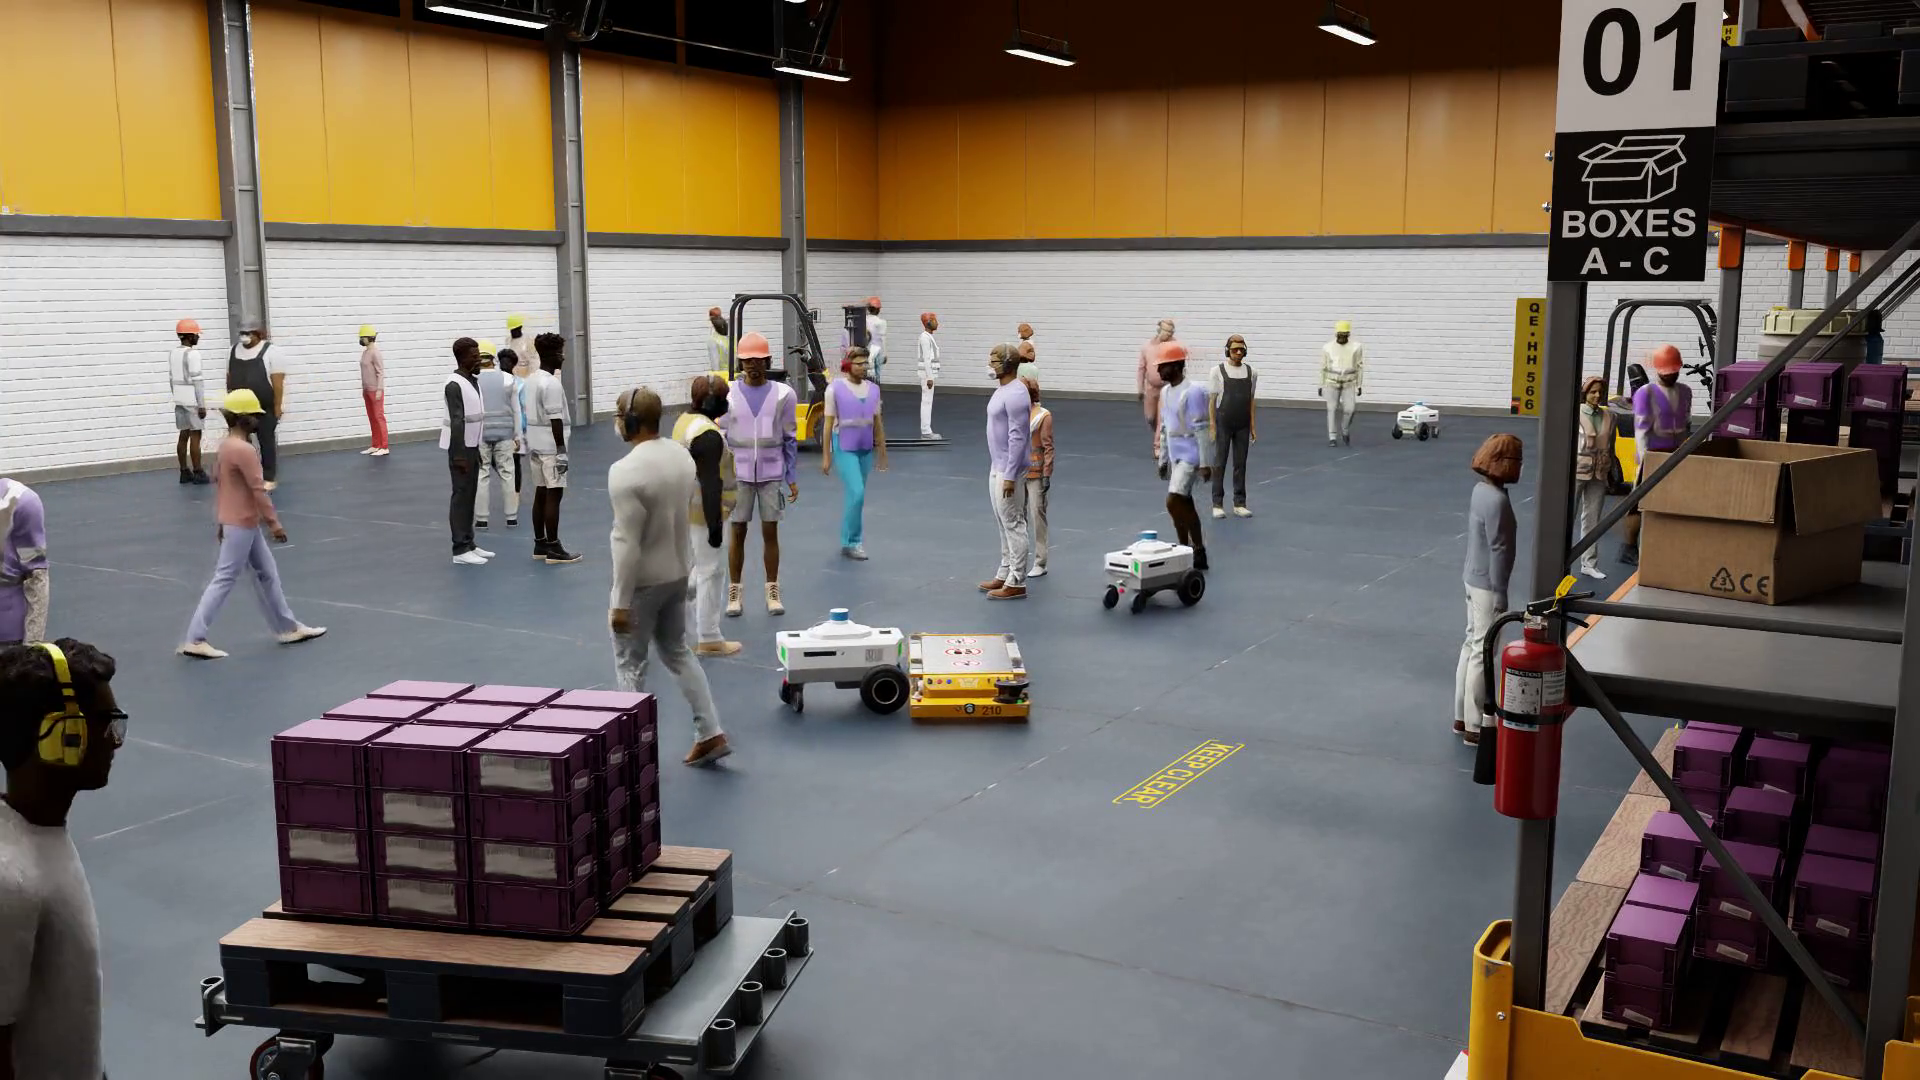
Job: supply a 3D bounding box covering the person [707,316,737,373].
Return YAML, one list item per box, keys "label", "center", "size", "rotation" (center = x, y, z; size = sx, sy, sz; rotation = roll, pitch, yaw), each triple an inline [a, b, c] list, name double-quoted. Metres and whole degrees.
- label: "person"
  center: [-3.631, -2.561, 25.775]
  size: [0.432, 1.806, 0.683]
  rotation: [4, 10, 25]

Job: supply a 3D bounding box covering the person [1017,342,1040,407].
- label: "person"
  center: [0.789, -1.590, 20.209]
  size: [0.281, 1.635, 0.499]
  rotation: [-8, 12, -42]

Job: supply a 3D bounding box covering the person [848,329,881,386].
- label: "person"
  center: [-1.464, -2.430, 25.574]
  size: [0.520, 1.597, 0.854]
  rotation: [-1, 9, -7]

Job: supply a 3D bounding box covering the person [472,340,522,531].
- label: "person"
  center: [-4.499, -0.998, 15.932]
  size: [0.588, 1.822, 0.403]
  rotation: [-4, 10, -22]

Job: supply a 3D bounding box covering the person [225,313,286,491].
- label: "person"
  center: [-7.957, -1.558, 18.745]
  size: [0.709, 2.000, 0.538]
  rotation: [0, 9, 2]

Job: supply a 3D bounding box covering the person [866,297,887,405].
- label: "person"
  center: [-1.639, -3.491, 30.858]
  size: [0.624, 2.024, 0.581]
  rotation: [4, 10, 26]

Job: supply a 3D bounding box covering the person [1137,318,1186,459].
- label: "person"
  center: [2.709, -2.036, 22.275]
  size: [0.643, 1.872, 0.763]
  rotation: [3, 10, 17]

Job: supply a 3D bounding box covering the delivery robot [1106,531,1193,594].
- label: "delivery robot"
  center: [1.397, 0.175, 12.258]
  size: [0.707, 0.478, 0.477]
  rotation: [-9, 13, -43]

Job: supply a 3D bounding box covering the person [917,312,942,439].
- label: "person"
  center: [-0.452, -2.411, 24.575]
  size: [0.355, 1.880, 0.576]
  rotation: [0, 9, -2]

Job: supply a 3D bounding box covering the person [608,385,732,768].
- label: "person"
  center: [-1.492, 0.210, 8.130]
  size: [0.580, 1.948, 0.638]
  rotation: [4, 10, 25]

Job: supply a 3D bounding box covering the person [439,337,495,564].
- label: "person"
  center: [-4.212, -0.763, 14.162]
  size: [0.399, 1.920, 0.589]
  rotation: [0, 9, -2]

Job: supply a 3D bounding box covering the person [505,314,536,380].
- label: "person"
  center: [-6.472, -2.429, 24.721]
  size: [0.611, 1.879, 0.888]
  rotation: [5, 10, 28]

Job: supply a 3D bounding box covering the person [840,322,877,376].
- label: "person"
  center: [-1.739, -2.995, 28.138]
  size: [0.651, 1.904, 0.403]
  rotation: [4, 10, 21]

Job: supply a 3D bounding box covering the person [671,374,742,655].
- label: "person"
  center: [-1.661, -0.151, 10.655]
  size: [0.491, 1.824, 0.634]
  rotation: [-3, 10, -20]

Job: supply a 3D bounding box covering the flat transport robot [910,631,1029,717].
- label: "flat transport robot"
  center: [0.030, 0.766, 9.747]
  size: [0.652, 0.197, 1.431]
  rotation: [0, 9, -2]

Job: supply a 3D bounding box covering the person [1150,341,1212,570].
- label: "person"
  center: [1.805, -0.669, 13.621]
  size: [0.617, 1.901, 0.568]
  rotation: [-3, 10, -20]

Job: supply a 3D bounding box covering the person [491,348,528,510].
- label: "person"
  center: [-4.707, -1.162, 17.344]
  size: [0.571, 1.688, 0.508]
  rotation: [2, 9, 13]

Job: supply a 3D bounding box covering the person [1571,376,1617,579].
- label: "person"
  center: [5.028, -0.495, 13.357]
  size: [0.514, 1.642, 0.310]
  rotation: [-2, 9, -13]

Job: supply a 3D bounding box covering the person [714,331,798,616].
- label: "person"
  center: [-1.462, -0.467, 11.928]
  size: [0.605, 2.045, 0.387]
  rotation: [-1, 9, -9]

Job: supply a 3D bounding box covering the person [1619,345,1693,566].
- label: "person"
  center: [5.803, -0.663, 13.677]
  size: [0.618, 1.872, 0.833]
  rotation: [-3, 9, -16]

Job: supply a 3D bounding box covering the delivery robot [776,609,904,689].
- label: "delivery robot"
  center: [-0.684, 0.632, 9.407]
  size: [0.707, 0.478, 0.477]
  rotation: [-2, 9, -9]

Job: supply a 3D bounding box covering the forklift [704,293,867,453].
- label: "forklift"
  center: [-2.458, -2.344, 23.176]
  size: [2.313, 2.155, 1.214]
  rotation: [0, 9, -2]

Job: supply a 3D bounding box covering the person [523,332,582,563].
- label: "person"
  center: [-3.488, -0.786, 14.157]
  size: [0.361, 1.964, 0.617]
  rotation: [-6, 11, -34]

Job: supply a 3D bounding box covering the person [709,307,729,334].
- label: "person"
  center: [-4.101, -3.135, 29.114]
  size: [0.520, 1.871, 0.745]
  rotation: [-7, 12, -38]

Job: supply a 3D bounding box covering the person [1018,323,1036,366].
- label: "person"
  center: [1.083, -2.784, 27.666]
  size: [0.279, 1.633, 0.498]
  rotation: [-4, 10, -24]

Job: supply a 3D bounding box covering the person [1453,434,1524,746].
- label: "person"
  center: [2.768, 0.258, 8.681]
  size: [0.268, 1.631, 0.507]
  rotation: [1, 9, 6]

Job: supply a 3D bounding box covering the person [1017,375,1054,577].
- label: "person"
  center: [0.541, -0.516, 13.502]
  size: [0.522, 1.636, 0.311]
  rotation: [8, 12, 43]

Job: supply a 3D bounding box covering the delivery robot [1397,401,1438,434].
- label: "delivery robot"
  center: [6.803, -1.816, 24.689]
  size: [0.477, 0.478, 0.707]
  rotation: [9, 13, 43]

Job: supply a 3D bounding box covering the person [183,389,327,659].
- label: "person"
  center: [-4.620, -0.110, 10.726]
  size: [0.923, 1.717, 0.525]
  rotation: [-6, 11, -33]

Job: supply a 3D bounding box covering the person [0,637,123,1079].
- label: "person"
  center: [-1.638, 1.082, 3.009]
  size: [1.013, 1.810, 0.543]
  rotation: [-5, 11, -31]

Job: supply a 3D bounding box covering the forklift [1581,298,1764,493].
- label: "forklift"
  center: [7.954, -1.589, 18.462]
  size: [2.313, 2.155, 1.214]
  rotation: [5, 11, 30]

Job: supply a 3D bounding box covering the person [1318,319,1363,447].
- label: "person"
  center: [5.372, -2.213, 23.526]
  size: [0.638, 1.814, 0.426]
  rotation: [1, 9, 9]

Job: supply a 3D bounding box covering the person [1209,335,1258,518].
- label: "person"
  center: [2.754, -1.140, 16.748]
  size: [0.507, 1.846, 0.345]
  rotation: [-2, 9, -14]

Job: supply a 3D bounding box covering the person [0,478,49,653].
- label: "person"
  center: [-4.152, 0.373, 7.042]
  size: [0.587, 1.930, 0.360]
  rotation: [0, 9, 2]

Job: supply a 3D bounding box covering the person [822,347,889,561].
- label: "person"
  center: [-0.851, -0.734, 14.248]
  size: [0.606, 1.824, 0.603]
  rotation: [8, 12, 42]

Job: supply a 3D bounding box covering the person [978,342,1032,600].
- label: "person"
  center: [0.351, -0.517, 12.566]
  size: [0.372, 1.940, 0.631]
  rotation: [-1, 9, -9]

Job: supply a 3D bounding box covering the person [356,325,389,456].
- label: "person"
  center: [-7.953, -2.015, 22.453]
  size: [0.323, 1.767, 0.533]
  rotation: [-8, 12, -41]

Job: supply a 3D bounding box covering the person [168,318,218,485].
- label: "person"
  center: [-8.978, -1.616, 19.426]
  size: [0.547, 1.938, 0.377]
  rotation: [6, 11, 34]
